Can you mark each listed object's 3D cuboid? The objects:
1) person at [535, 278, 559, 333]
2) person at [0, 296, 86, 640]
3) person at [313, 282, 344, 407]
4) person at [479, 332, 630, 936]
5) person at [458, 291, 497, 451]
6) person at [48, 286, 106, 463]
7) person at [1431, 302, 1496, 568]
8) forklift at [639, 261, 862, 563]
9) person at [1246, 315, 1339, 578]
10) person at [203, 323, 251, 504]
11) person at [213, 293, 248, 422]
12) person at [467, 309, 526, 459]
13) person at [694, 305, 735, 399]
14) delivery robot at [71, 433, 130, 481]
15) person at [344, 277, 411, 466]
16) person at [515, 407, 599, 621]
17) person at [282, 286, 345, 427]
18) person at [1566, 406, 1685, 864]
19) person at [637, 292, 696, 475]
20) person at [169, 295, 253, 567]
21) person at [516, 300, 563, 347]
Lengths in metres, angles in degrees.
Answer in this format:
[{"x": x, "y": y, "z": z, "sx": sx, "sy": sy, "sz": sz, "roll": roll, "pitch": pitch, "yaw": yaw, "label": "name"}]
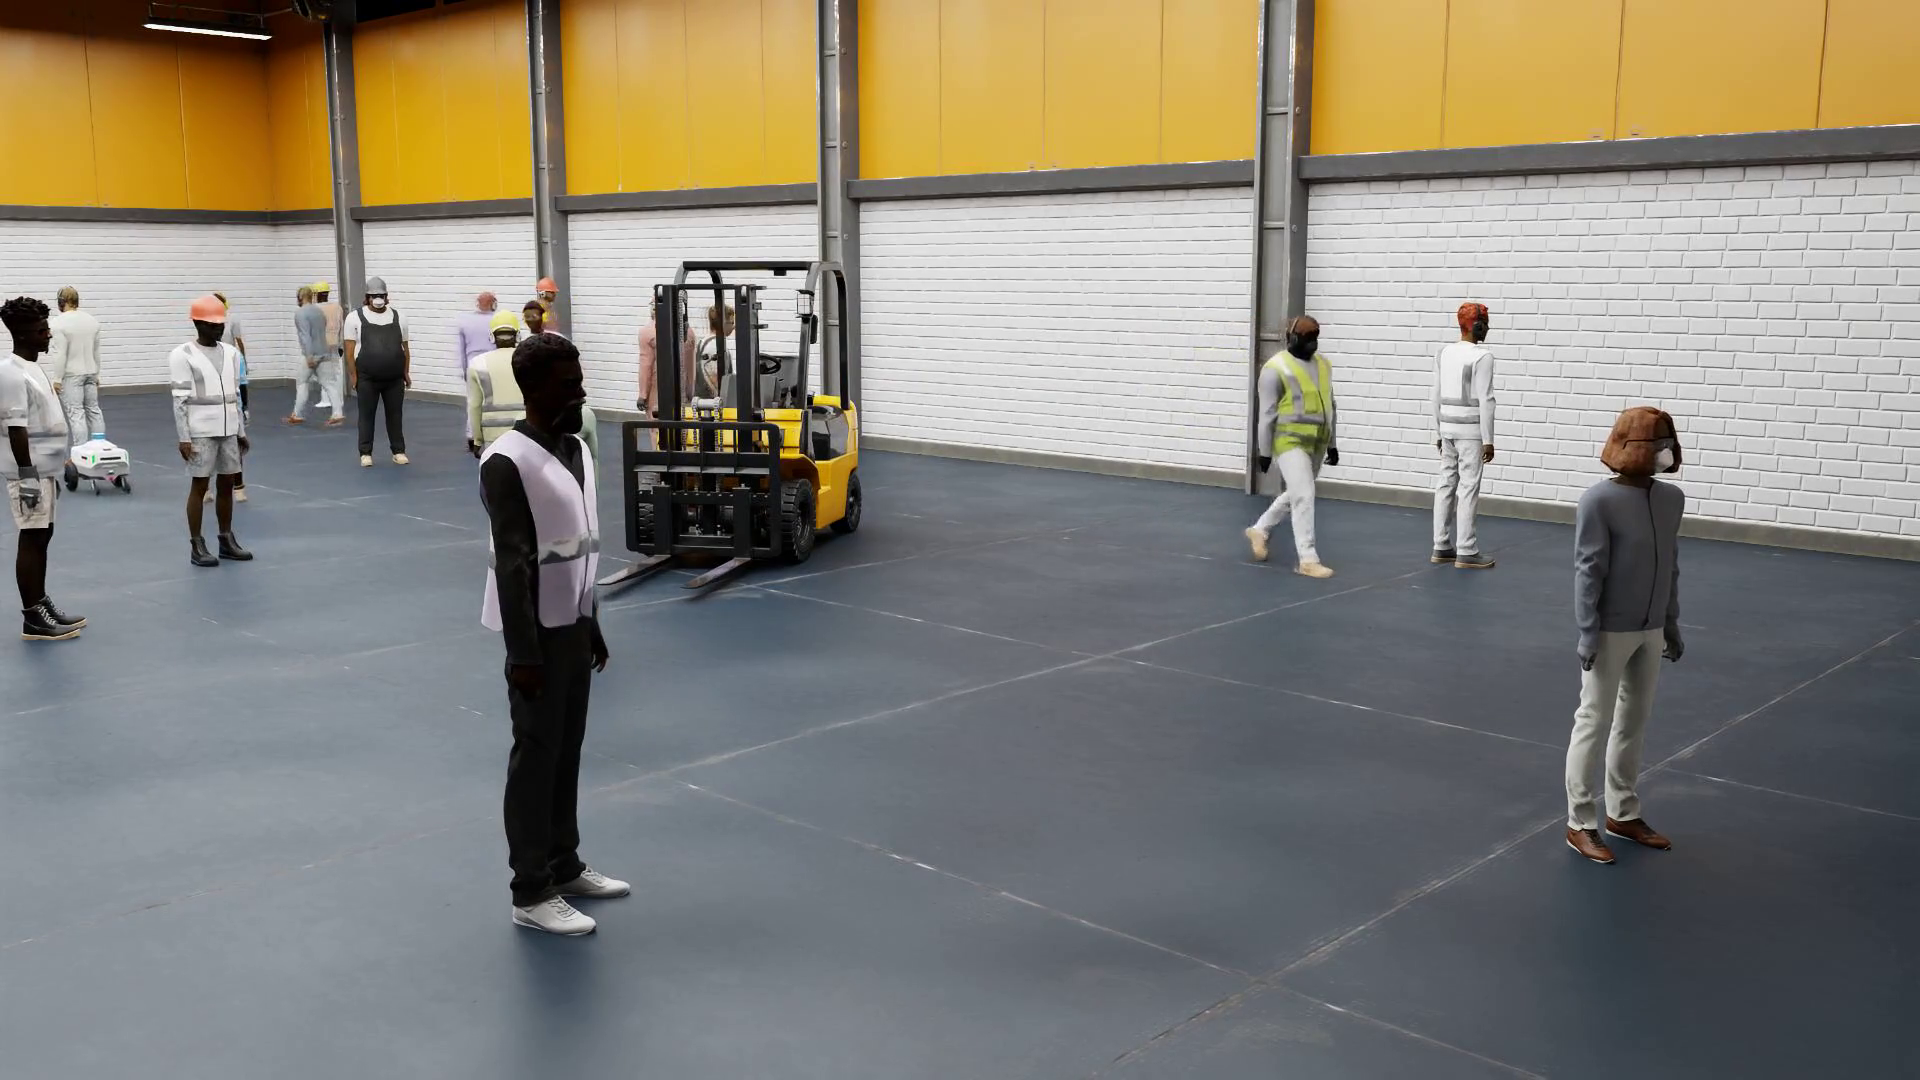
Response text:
[{"x": -5.673, "y": -2.599, "z": 22.890, "sx": 0.396, "sy": 1.992, "sz": 0.623, "roll": 0, "pitch": 9, "yaw": 1, "label": "person"}, {"x": -5.316, "y": -0.412, "z": 9.566, "sx": 0.361, "sy": 1.964, "sz": 0.625, "roll": -3, "pitch": 10, "yaw": -19, "label": "person"}, {"x": -9.727, "y": -2.993, "z": 25.513, "sx": 0.374, "sy": 1.924, "sz": 0.594, "roll": 6, "pitch": 11, "yaw": 31, "label": "person"}, {"x": -1.330, "y": 0.293, "z": 5.390, "sx": 0.392, "sy": 1.920, "sz": 0.593, "roll": 1, "pitch": 9, "yaw": 8, "label": "person"}, {"x": -5.581, "y": -1.992, "z": 19.563, "sx": 0.640, "sy": 1.868, "sz": 0.964, "roll": 0, "pitch": 9, "yaw": 1, "label": "person"}, {"x": -9.425, "y": -1.732, "z": 17.744, "sx": 0.372, "sy": 1.939, "sz": 0.629, "roll": 3, "pitch": 10, "yaw": 16, "label": "person"}, {"x": 3.601, "y": -0.745, "z": 11.861, "sx": 0.340, "sy": 1.882, "sz": 0.585, "roll": -4, "pitch": 10, "yaw": -22, "label": "person"}, {"x": -1.552, "y": -1.040, "z": 12.721, "sx": 1.214, "sy": 2.155, "sz": 2.313, "roll": 2, "pitch": 9, "yaw": 11, "label": "forklift"}, {"x": 2.325, "y": -0.676, "z": 11.676, "sx": 0.619, "sy": 1.812, "sz": 0.861, "roll": -7, "pitch": 12, "yaw": -37, "label": "person"}, {"x": -6.708, "y": -1.164, "z": 15.035, "sx": 0.536, "sy": 1.690, "sz": 0.327, "roll": -2, "pitch": 10, "yaw": -14, "label": "person"}, {"x": -9.615, "y": -2.314, "z": 21.718, "sx": 0.541, "sy": 1.823, "sz": 0.988, "roll": 1, "pitch": 9, "yaw": 3, "label": "person"}, {"x": -3.294, "y": -0.775, "z": 12.209, "sx": 0.588, "sy": 1.830, "sz": 0.404, "roll": -3, "pitch": 10, "yaw": -18, "label": "person"}, {"x": -2.097, "y": -1.106, "z": 14.256, "sx": 0.427, "sy": 1.823, "sz": 0.641, "roll": -5, "pitch": 10, "yaw": -27, "label": "person"}, {"x": -8.184, "y": -0.775, "z": 15.819, "sx": 0.477, "sy": 0.478, "sz": 0.707, "roll": -8, "pitch": 12, "yaw": -42, "label": "delivery robot"}, {"x": -6.244, "y": -1.817, "z": 17.952, "sx": 0.678, "sy": 2.000, "sz": 0.537, "roll": -6, "pitch": 11, "yaw": -33, "label": "person"}, {"x": -2.240, "y": -0.198, "z": 9.269, "sx": 0.507, "sy": 1.631, "sz": 0.266, "roll": -9, "pitch": 13, "yaw": -42, "label": "person"}, {"x": -8.727, "y": -2.457, "z": 22.347, "sx": 0.997, "sy": 1.884, "sz": 0.642, "roll": 2, "pitch": 10, "yaw": 14, "label": "person"}, {"x": 2.413, "y": 0.333, "z": 6.004, "sx": 0.501, "sy": 1.636, "sz": 0.280, "roll": -5, "pitch": 10, "yaw": -28, "label": "person"}, {"x": -2.848, "y": -1.435, "z": 16.005, "sx": 0.409, "sy": 1.913, "sz": 0.648, "roll": 8, "pitch": 12, "yaw": 40, "label": "person"}, {"x": -5.346, "y": -0.782, "z": 11.933, "sx": 0.377, "sy": 1.932, "sz": 0.552, "roll": 5, "pitch": 11, "yaw": 28, "label": "person"}, {"x": -4.048, "y": -1.423, "z": 16.204, "sx": 0.523, "sy": 1.834, "sz": 0.919, "roll": 0, "pitch": 9, "yaw": 1, "label": "person"}]
